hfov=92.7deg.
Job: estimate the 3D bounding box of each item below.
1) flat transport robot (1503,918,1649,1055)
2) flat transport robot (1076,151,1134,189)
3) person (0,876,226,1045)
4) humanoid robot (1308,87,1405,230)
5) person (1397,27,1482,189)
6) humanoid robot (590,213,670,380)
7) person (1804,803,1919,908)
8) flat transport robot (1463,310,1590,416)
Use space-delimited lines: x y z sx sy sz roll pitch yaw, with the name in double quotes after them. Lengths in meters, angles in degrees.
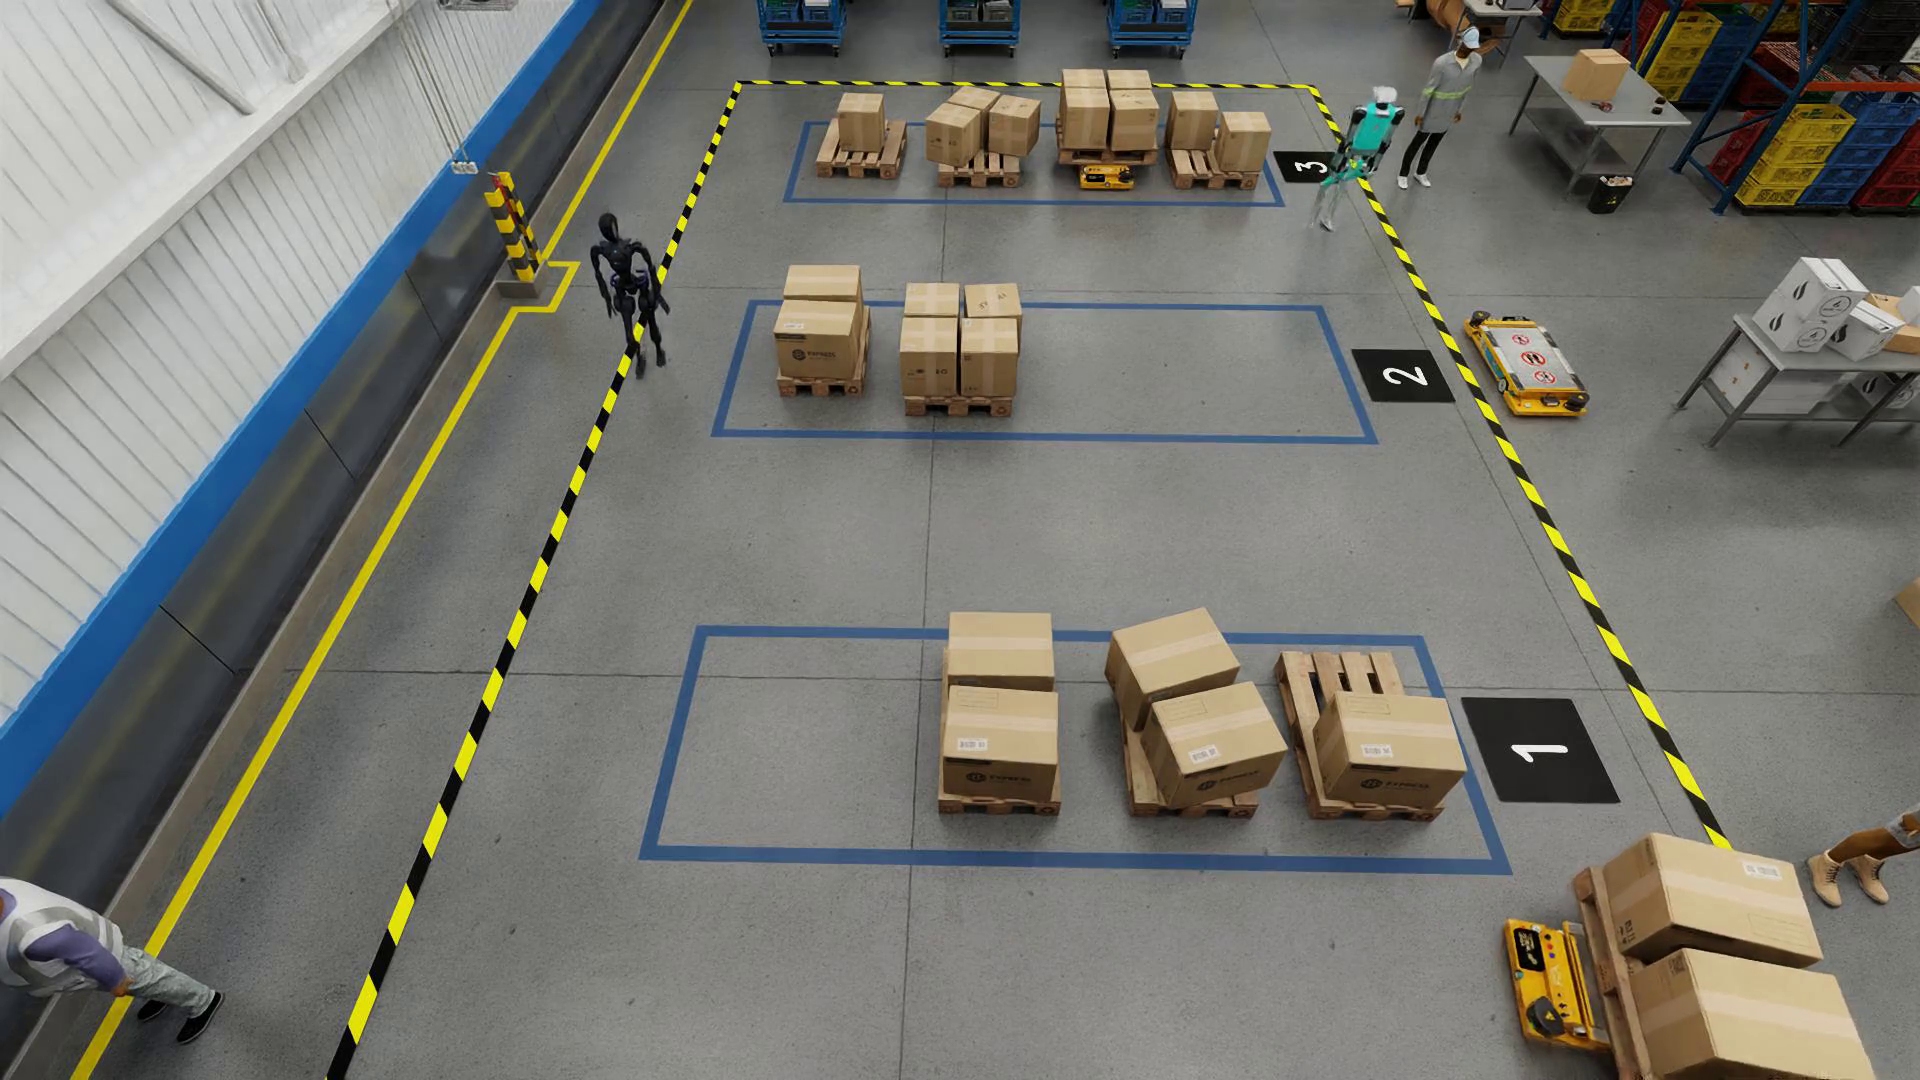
3.960 2.627 5.241 1.431 0.197 0.652 9 50 7 "flat transport robot"
1.845 -4.982 11.827 0.652 0.197 1.431 1 49 1 "flat transport robot"
-4.487 2.126 4.656 0.589 1.837 0.404 18 52 15 "person"
4.371 -4.245 10.267 0.536 1.811 0.816 0 49 0 "humanoid robot"
5.730 -5.103 10.903 0.599 1.850 0.387 -7 50 -6 "person"
-3.052 -2.283 8.583 0.583 1.645 0.478 -7 50 -6 "humanoid robot"
5.607 1.518 5.048 0.613 2.039 0.380 -2 49 -1 "person"
5.573 -1.757 9.054 0.659 0.231 1.431 1 49 1 "flat transport robot"
